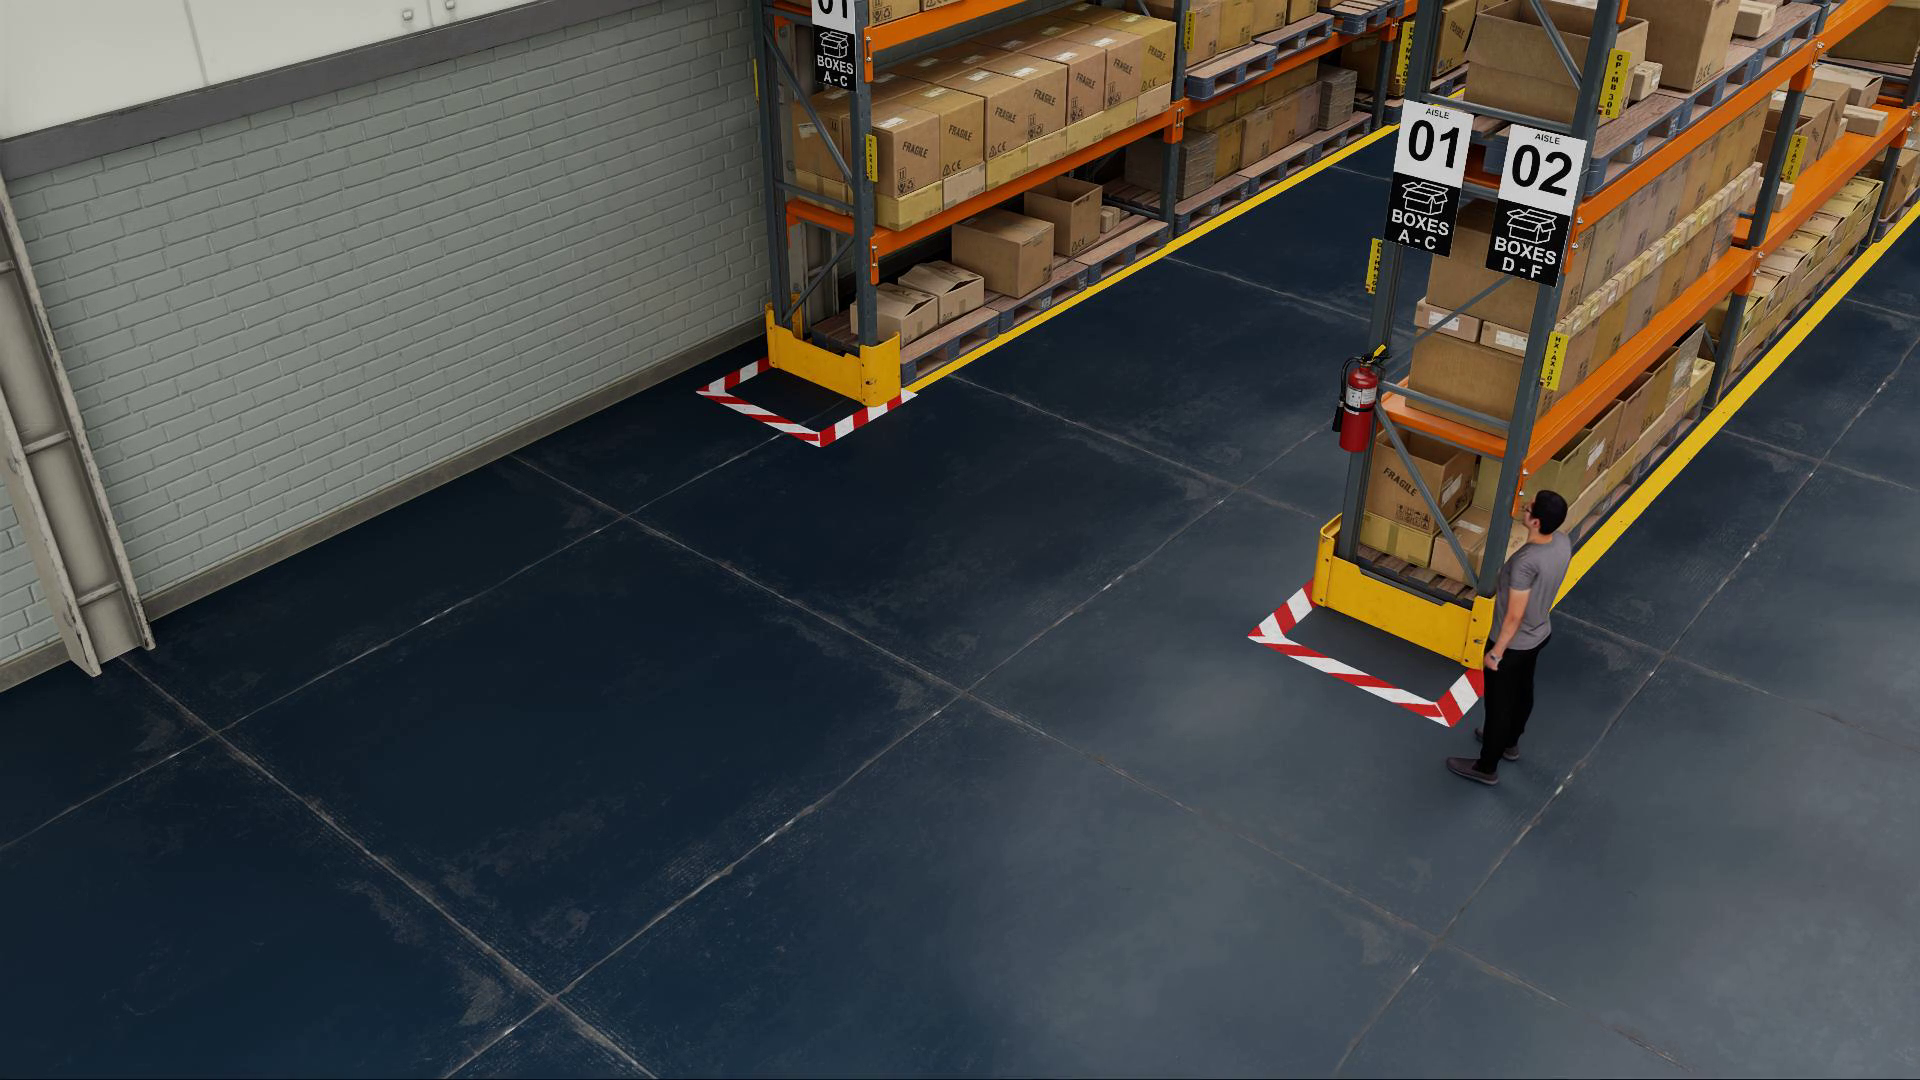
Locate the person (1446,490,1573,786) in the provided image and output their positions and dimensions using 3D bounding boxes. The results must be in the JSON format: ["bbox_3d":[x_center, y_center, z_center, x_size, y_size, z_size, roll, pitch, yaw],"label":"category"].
[{"bbox_3d":[2.916,0.493,8.676,0.666,1.755,0.480,26,41,34],"label":"person"}]
